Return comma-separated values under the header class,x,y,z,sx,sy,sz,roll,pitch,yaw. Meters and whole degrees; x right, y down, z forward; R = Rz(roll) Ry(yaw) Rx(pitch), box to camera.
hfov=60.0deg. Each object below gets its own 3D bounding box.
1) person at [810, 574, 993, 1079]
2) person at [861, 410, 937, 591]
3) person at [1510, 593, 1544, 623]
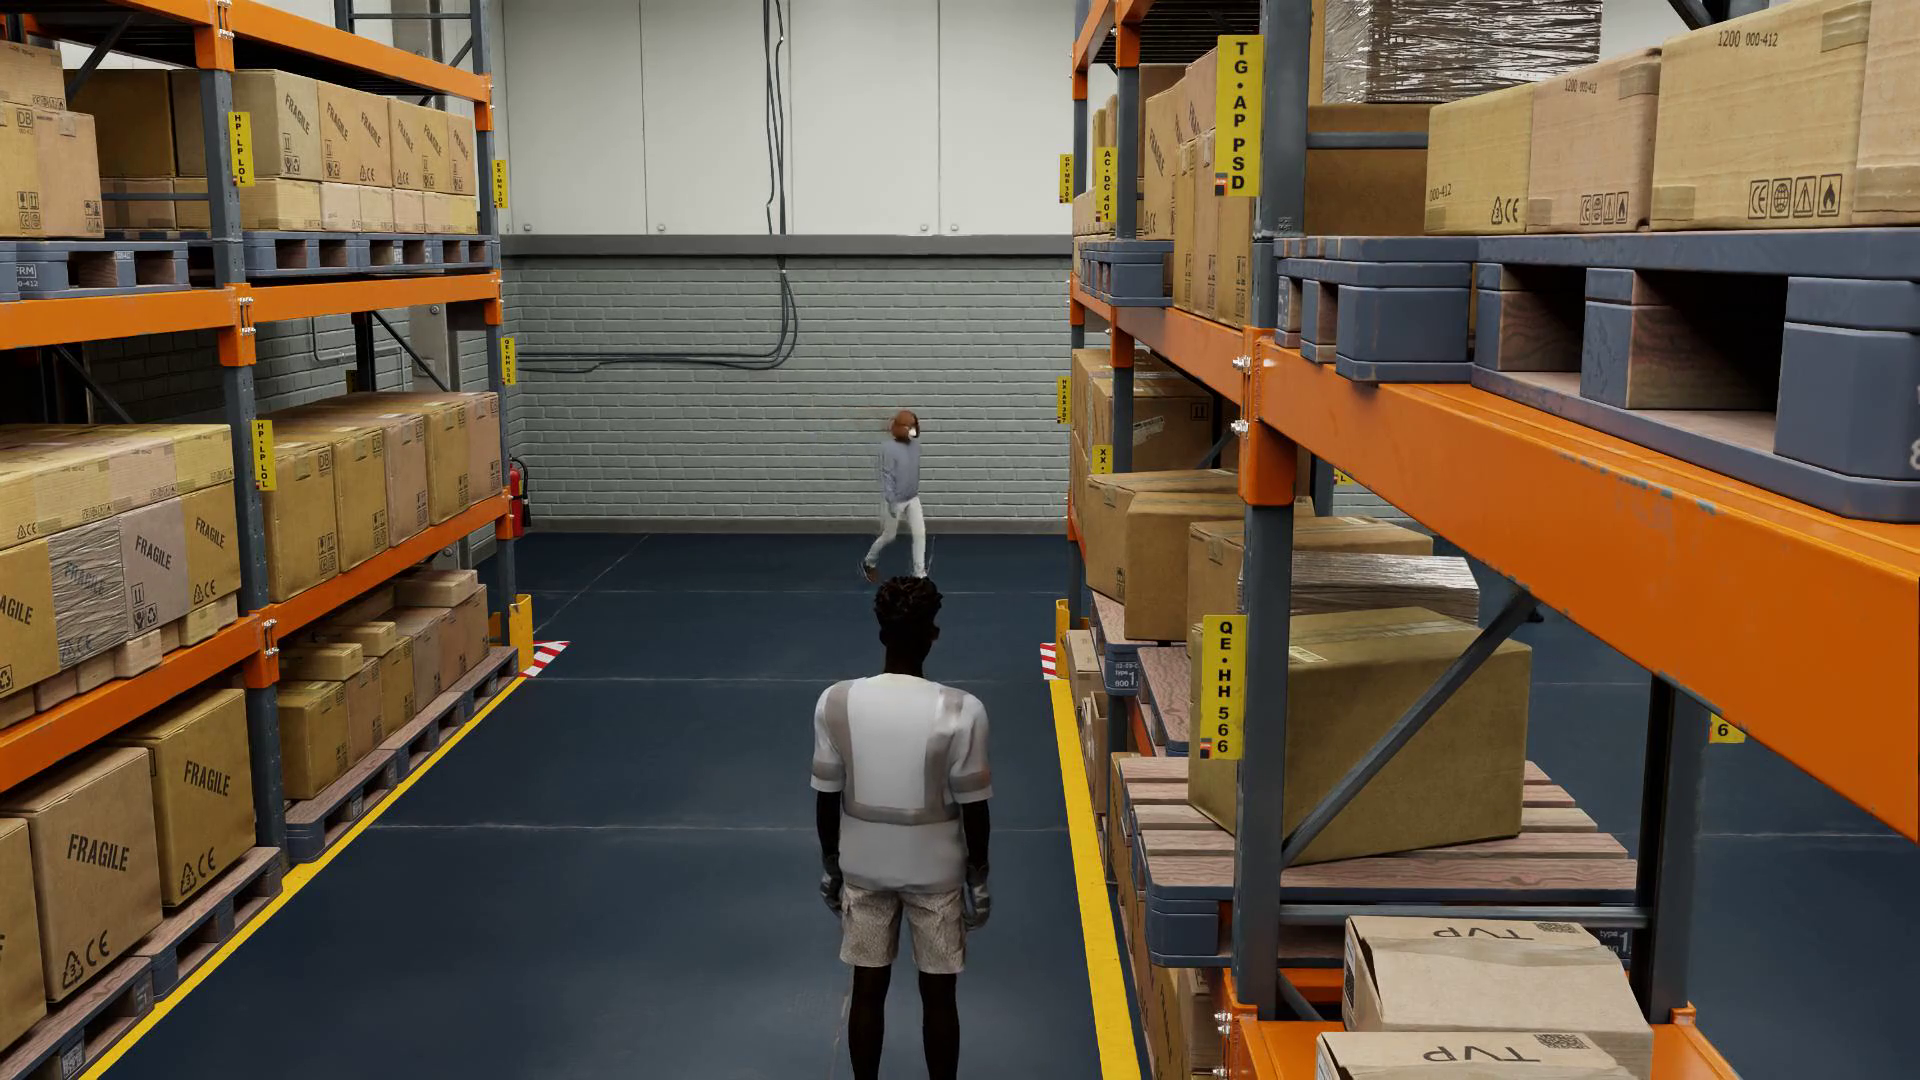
class,x,y,z,sx,sy,sz,roll,pitch,yaw
person,-0.184,1.082,5.534,0.609,1.964,0.367,3,10,16
person,-0.552,-0.365,14.700,0.785,1.598,0.496,9,14,43
person,4.918,-0.246,13.222,0.956,1.903,0.558,4,11,21
